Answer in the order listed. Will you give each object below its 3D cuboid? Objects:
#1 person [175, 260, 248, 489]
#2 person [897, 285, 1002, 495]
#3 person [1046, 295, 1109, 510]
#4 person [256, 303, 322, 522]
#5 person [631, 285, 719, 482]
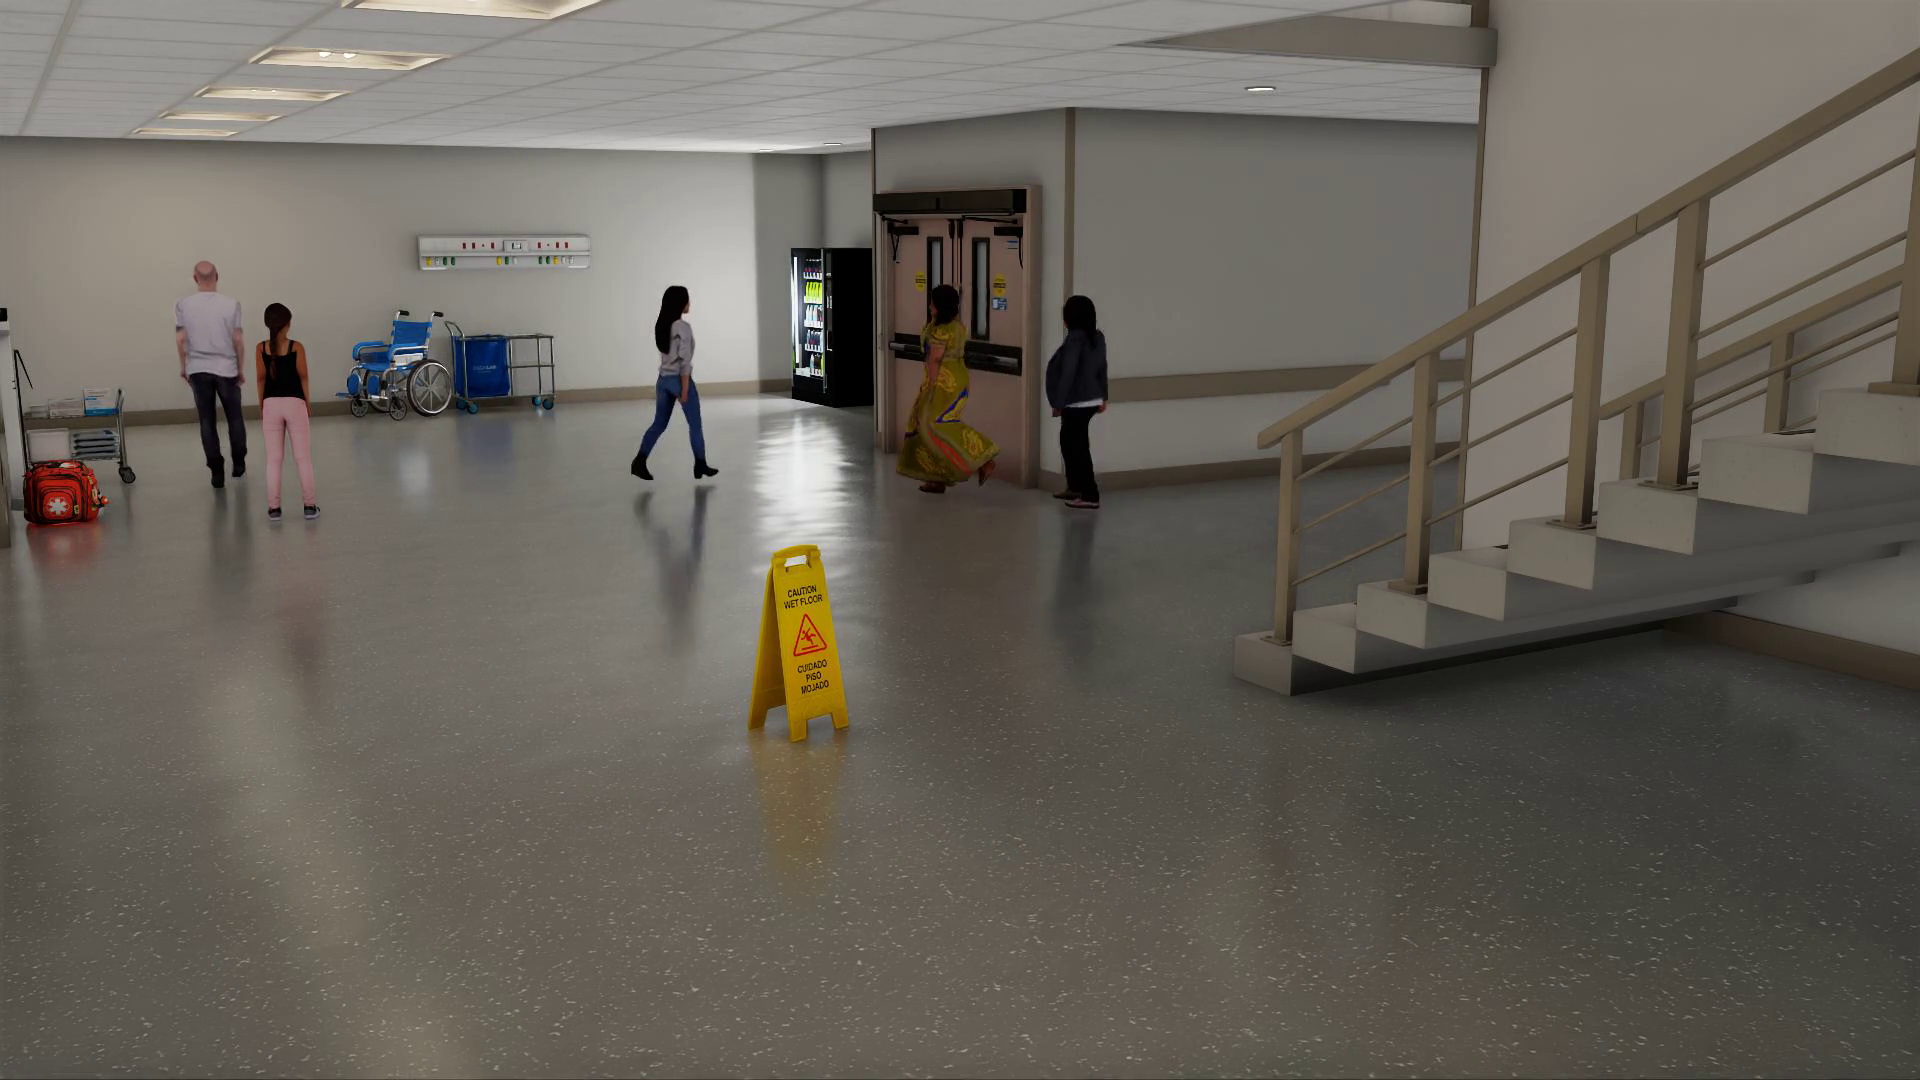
[{"bbox_3d":[-6.031,-1.319,13.414,0.717,1.804,1.005,-5,12,-25],"label":"person"},{"bbox_3d":[-0.043,-1.148,12.946,1.265,1.642,1.173,4,11,20],"label":"person"},{"bbox_3d":[0.963,-1.016,12.413,0.869,1.582,0.826,4,11,19],"label":"person"},{"bbox_3d":[-4.870,-0.929,12.004,0.566,1.562,0.573,-2,11,-13],"label":"person"},{"bbox_3d":[-2.398,-1.241,13.556,1.054,1.598,0.884,10,14,42],"label":"person"}]
